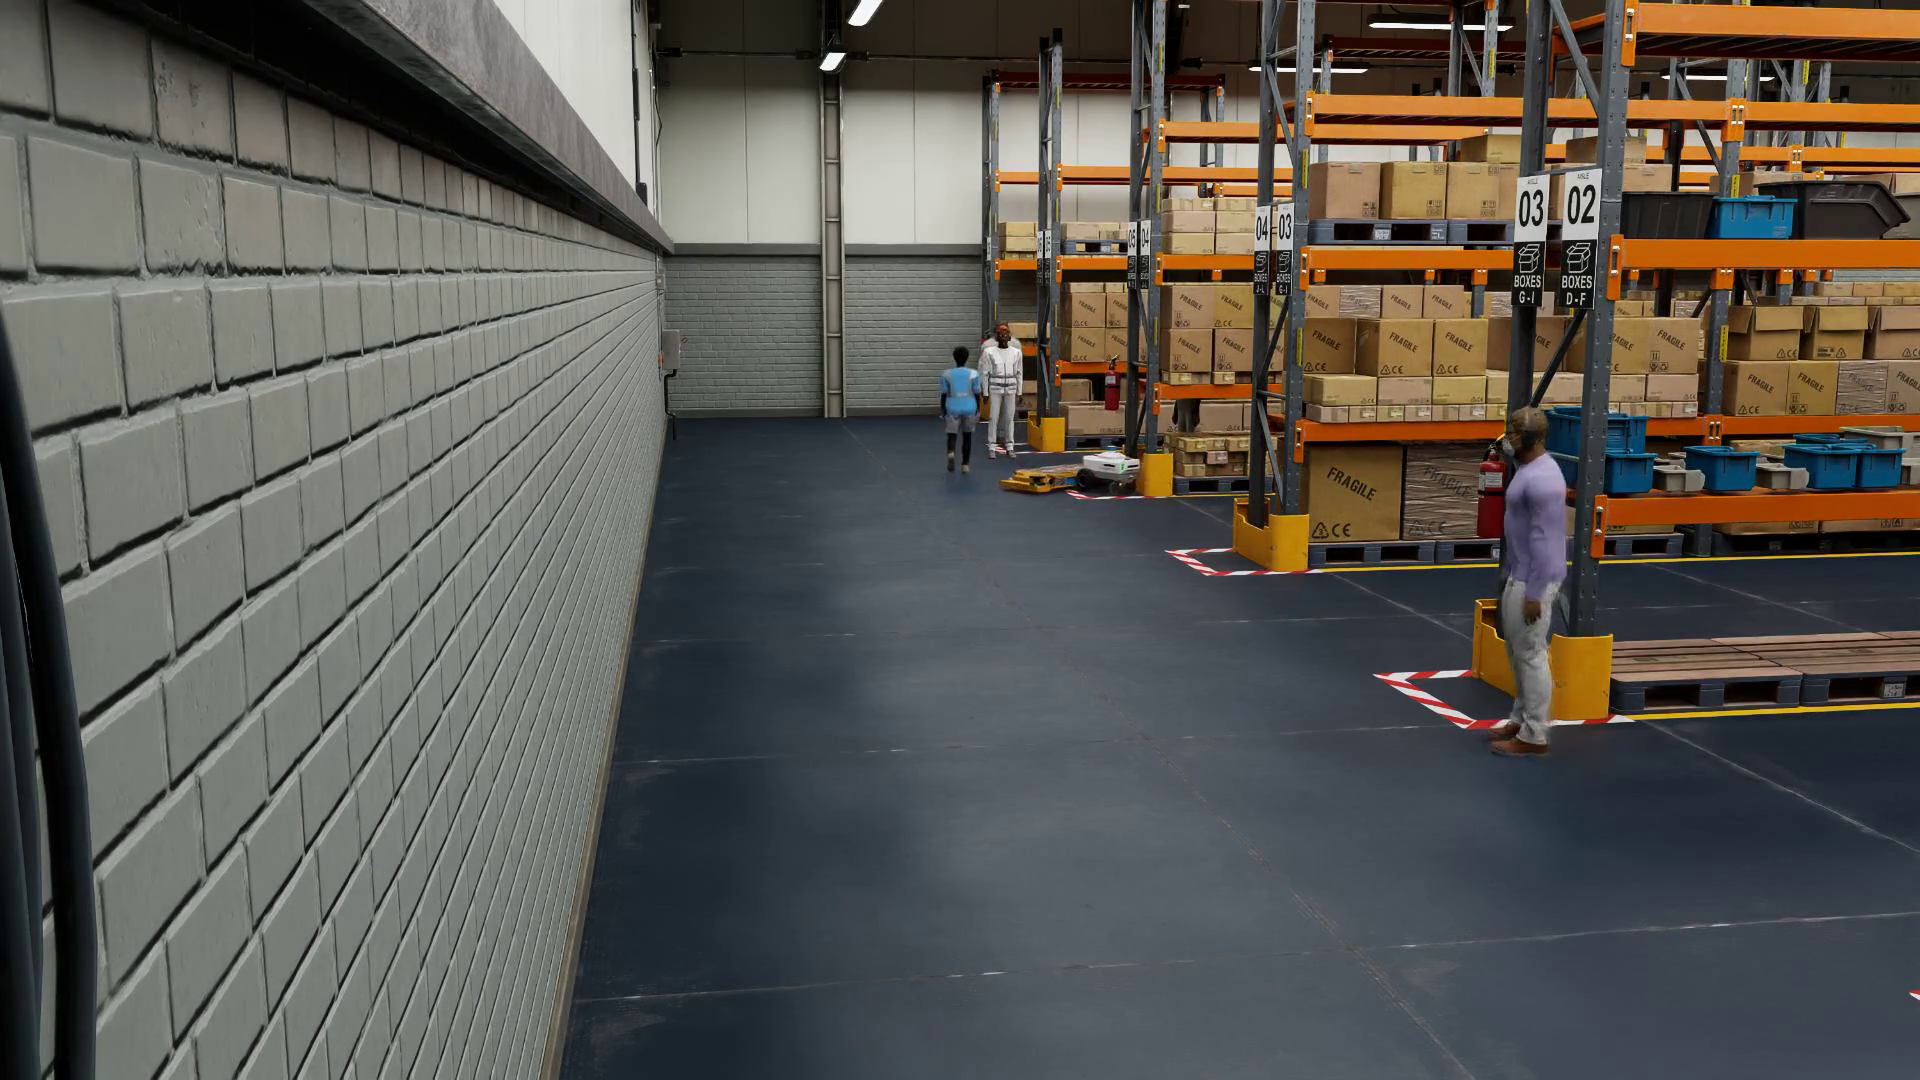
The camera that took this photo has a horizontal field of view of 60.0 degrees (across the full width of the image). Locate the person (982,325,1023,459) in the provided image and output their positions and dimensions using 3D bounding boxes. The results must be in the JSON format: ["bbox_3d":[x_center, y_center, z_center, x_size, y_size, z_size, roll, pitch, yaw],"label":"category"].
[{"bbox_3d":[0.603,-2.081,23.466,0.587,1.882,0.341,-2,9,-10],"label":"person"}]

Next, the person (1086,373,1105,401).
[{"bbox_3d":[2.268,-2.612,26.255,0.598,2.000,0.696,-2,10,-14],"label":"person"}]

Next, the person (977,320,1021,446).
[{"bbox_3d":[0.545,-2.381,25.252,0.714,1.901,0.746,4,10,26],"label":"person"}]

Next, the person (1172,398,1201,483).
[{"bbox_3d":[2.798,-1.602,20.596,0.333,1.860,0.510,-4,10,-26],"label":"person"}]

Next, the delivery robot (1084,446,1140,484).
[{"bbox_3d":[1.814,-0.885,19.885,0.477,0.478,0.707,-8,12,-40],"label":"delivery robot"}]

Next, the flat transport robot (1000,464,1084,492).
[{"bbox_3d":[1.230,-0.769,20.331,1.431,0.197,0.652,-8,12,-41],"label":"flat transport robot"}]

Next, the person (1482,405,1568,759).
[{"bbox_3d":[3.121,0.232,9.144,0.409,1.923,0.642,3,10,15],"label":"person"}]

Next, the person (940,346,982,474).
[{"bbox_3d":[0.011,-1.675,21.593,0.539,1.683,0.439,0,9,3],"label":"person"}]
